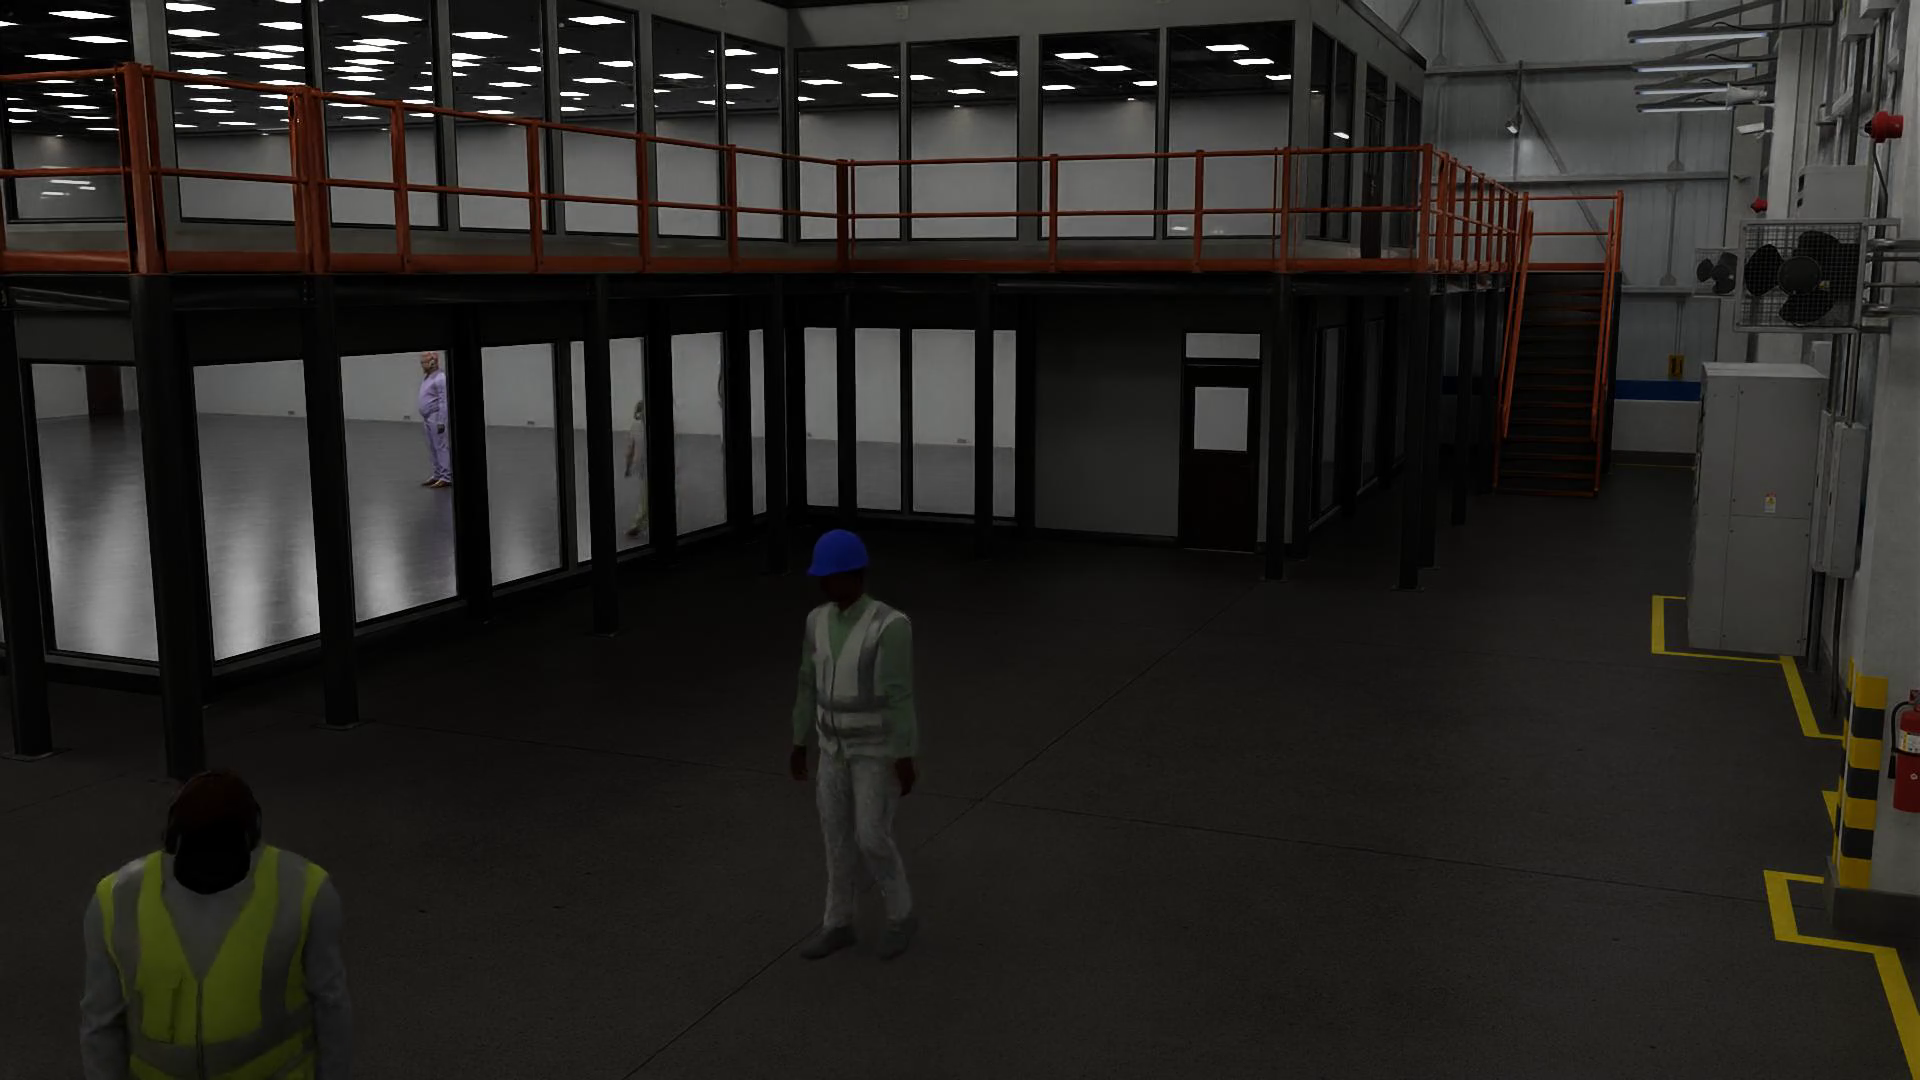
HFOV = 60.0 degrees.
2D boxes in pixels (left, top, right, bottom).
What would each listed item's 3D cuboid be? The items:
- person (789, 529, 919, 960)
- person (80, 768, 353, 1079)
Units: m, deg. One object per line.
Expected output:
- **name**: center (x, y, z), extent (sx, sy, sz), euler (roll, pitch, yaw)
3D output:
- **person**: center (-0.477, 0.908, 7.361), extent (0.669, 1.935, 0.449), euler (8, 12, 40)
- **person**: center (-1.965, 1.450, 4.483), extent (0.644, 1.810, 0.678), euler (-2, 9, -12)
